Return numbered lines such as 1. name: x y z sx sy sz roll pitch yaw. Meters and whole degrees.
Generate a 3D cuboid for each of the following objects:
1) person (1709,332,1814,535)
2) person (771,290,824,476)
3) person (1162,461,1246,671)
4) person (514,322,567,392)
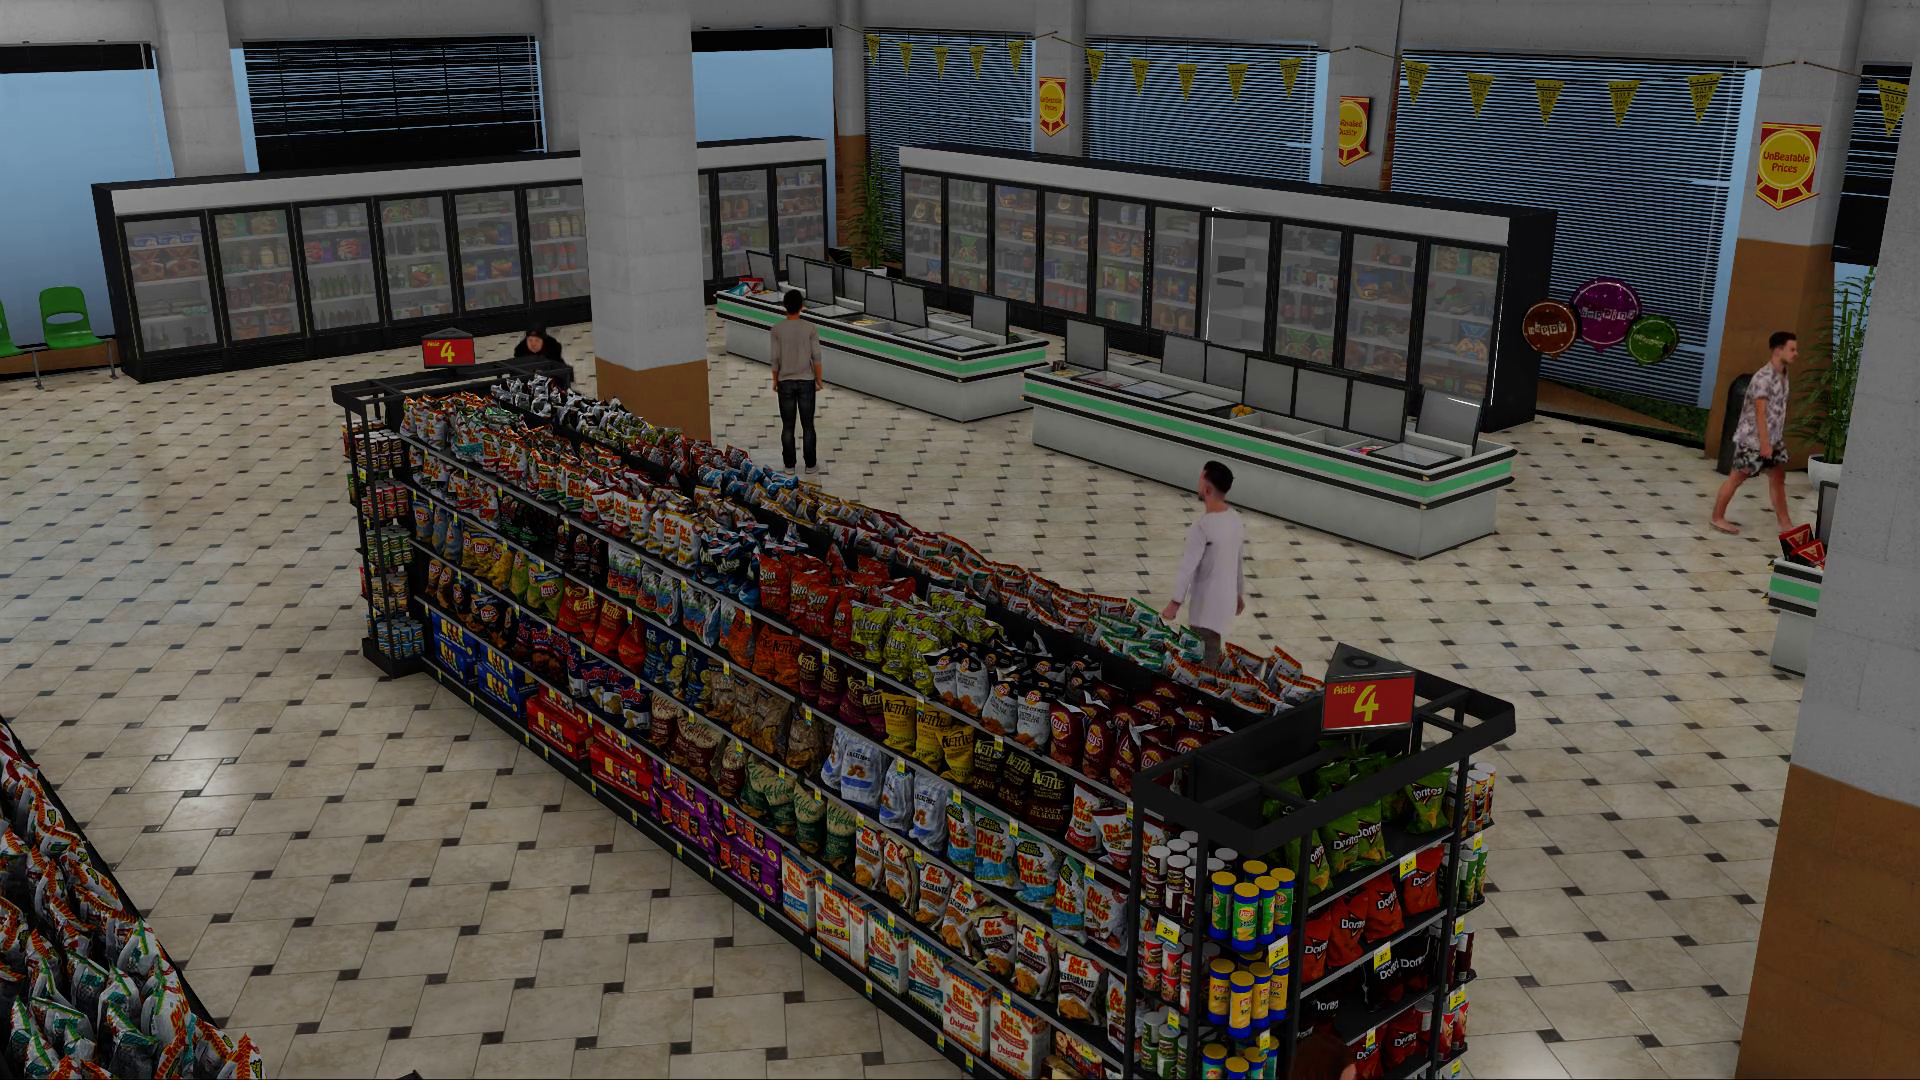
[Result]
1. person: 6.837 -0.919 14.412 0.710 1.786 1.027 -13 23 -34
2. person: -1.591 -1.536 16.201 0.727 1.811 0.753 -1 19 -3
3. person: 1.637 0.435 10.362 1.200 1.806 0.851 13 23 34
4. person: -3.878 -1.214 15.483 0.969 1.659 1.049 1 19 2
